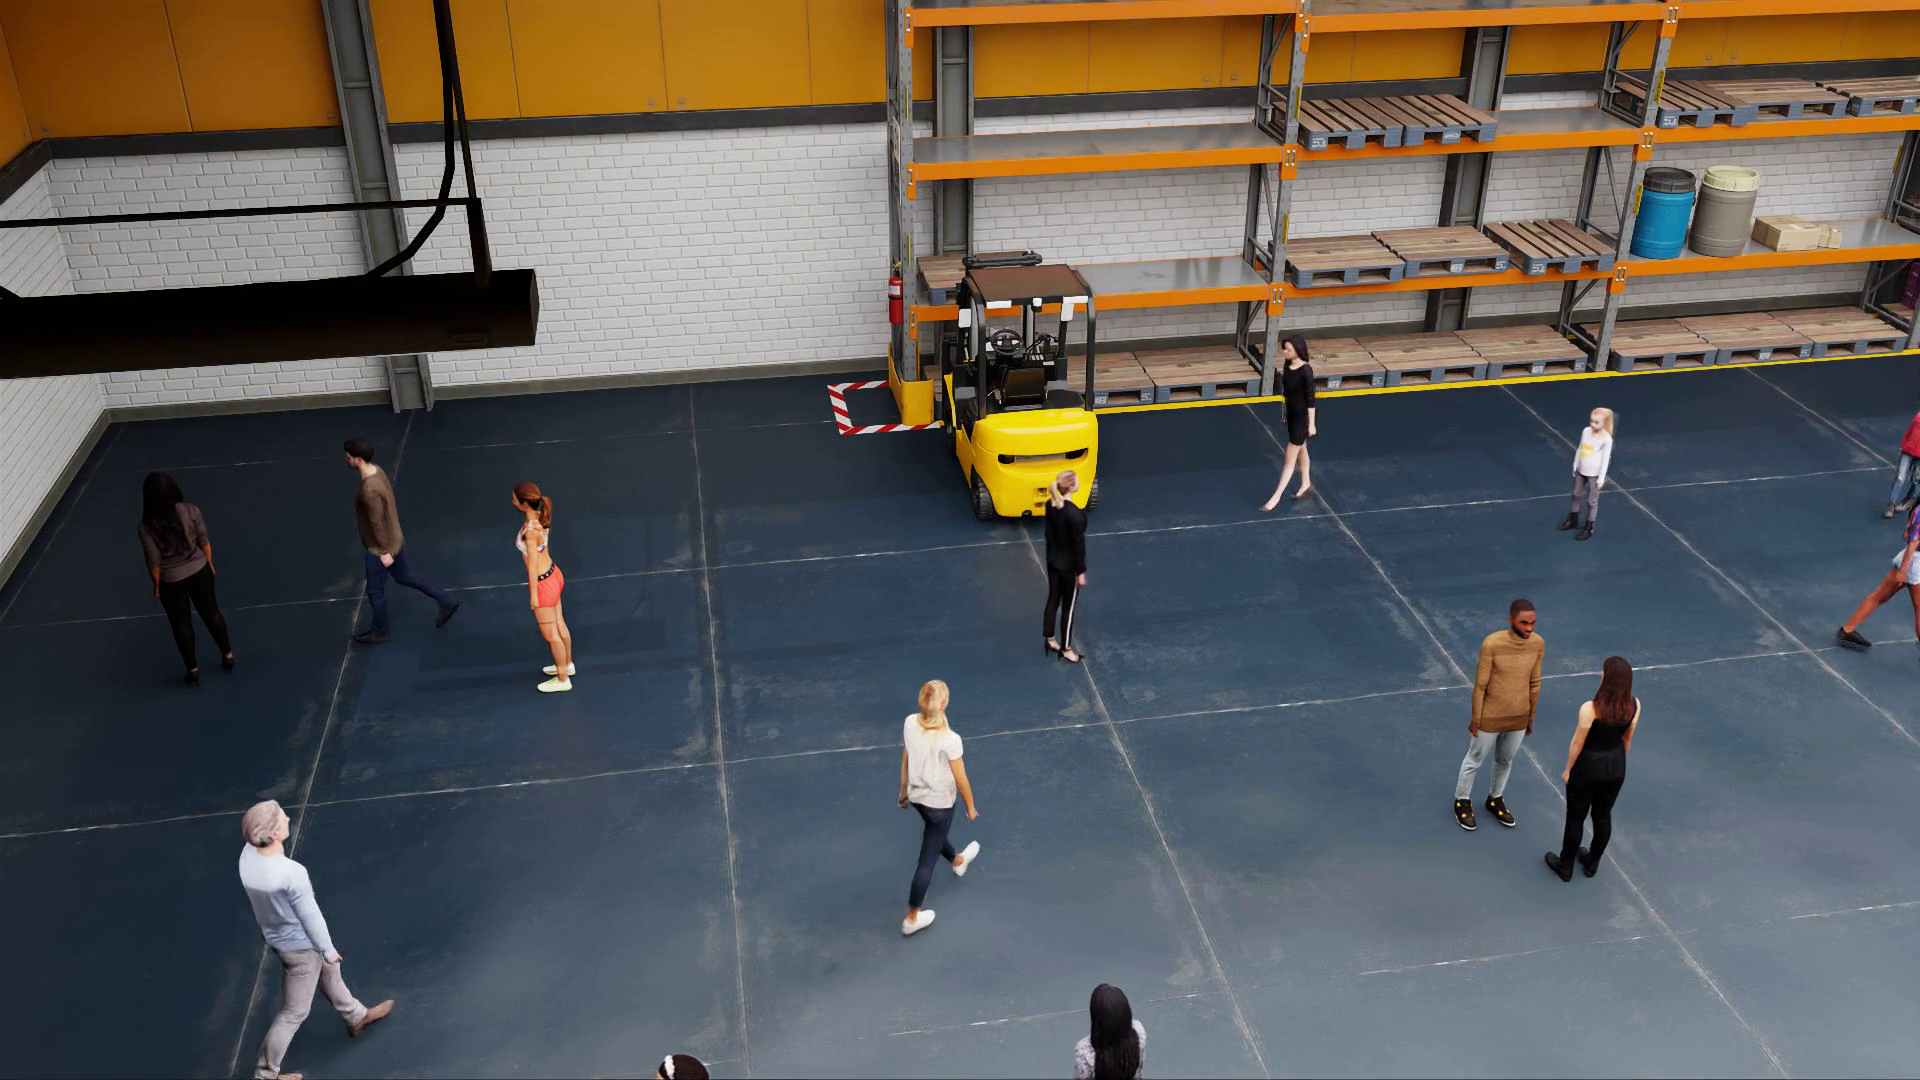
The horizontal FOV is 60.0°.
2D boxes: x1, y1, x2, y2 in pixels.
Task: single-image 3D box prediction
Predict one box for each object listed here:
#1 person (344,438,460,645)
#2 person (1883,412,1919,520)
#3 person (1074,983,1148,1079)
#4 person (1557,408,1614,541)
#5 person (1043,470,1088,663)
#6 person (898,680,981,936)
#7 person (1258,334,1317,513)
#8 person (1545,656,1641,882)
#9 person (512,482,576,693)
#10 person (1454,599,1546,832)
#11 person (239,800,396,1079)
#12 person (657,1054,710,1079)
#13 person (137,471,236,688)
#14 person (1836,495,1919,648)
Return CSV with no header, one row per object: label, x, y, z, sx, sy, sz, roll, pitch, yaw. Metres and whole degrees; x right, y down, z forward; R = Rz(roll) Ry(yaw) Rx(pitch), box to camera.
person,-4.618,0.059,13.594,1.090,1.758,0.670,-7,29,-13
person,9.037,-0.804,15.680,0.912,1.274,0.788,-17,33,-28
person,0.728,2.913,8.396,0.558,1.724,0.719,-16,32,-26
person,5.829,-0.637,15.371,0.585,1.276,0.562,-16,32,-27
person,0.831,0.213,13.365,0.689,1.707,0.693,-19,34,-31
person,-0.242,1.721,10.529,1.047,1.775,1.187,24,36,36
person,3.250,-1.110,15.719,0.902,1.773,0.692,-6,29,-11
person,4.214,1.515,10.997,0.467,1.687,0.633,-6,29,-11
person,-3.242,0.358,13.016,0.572,1.785,0.595,0,29,0
person,3.729,1.184,11.473,0.454,1.814,0.671,-4,29,-8
person,-3.808,2.323,9.347,1.158,1.851,1.291,22,36,35
person,-1.261,3.132,7.899,0.776,1.816,0.749,-10,30,-18
person,-6.090,0.300,13.064,0.713,1.842,0.810,-23,36,-36
person,7.568,0.210,13.387,1.140,1.689,1.119,21,35,33
